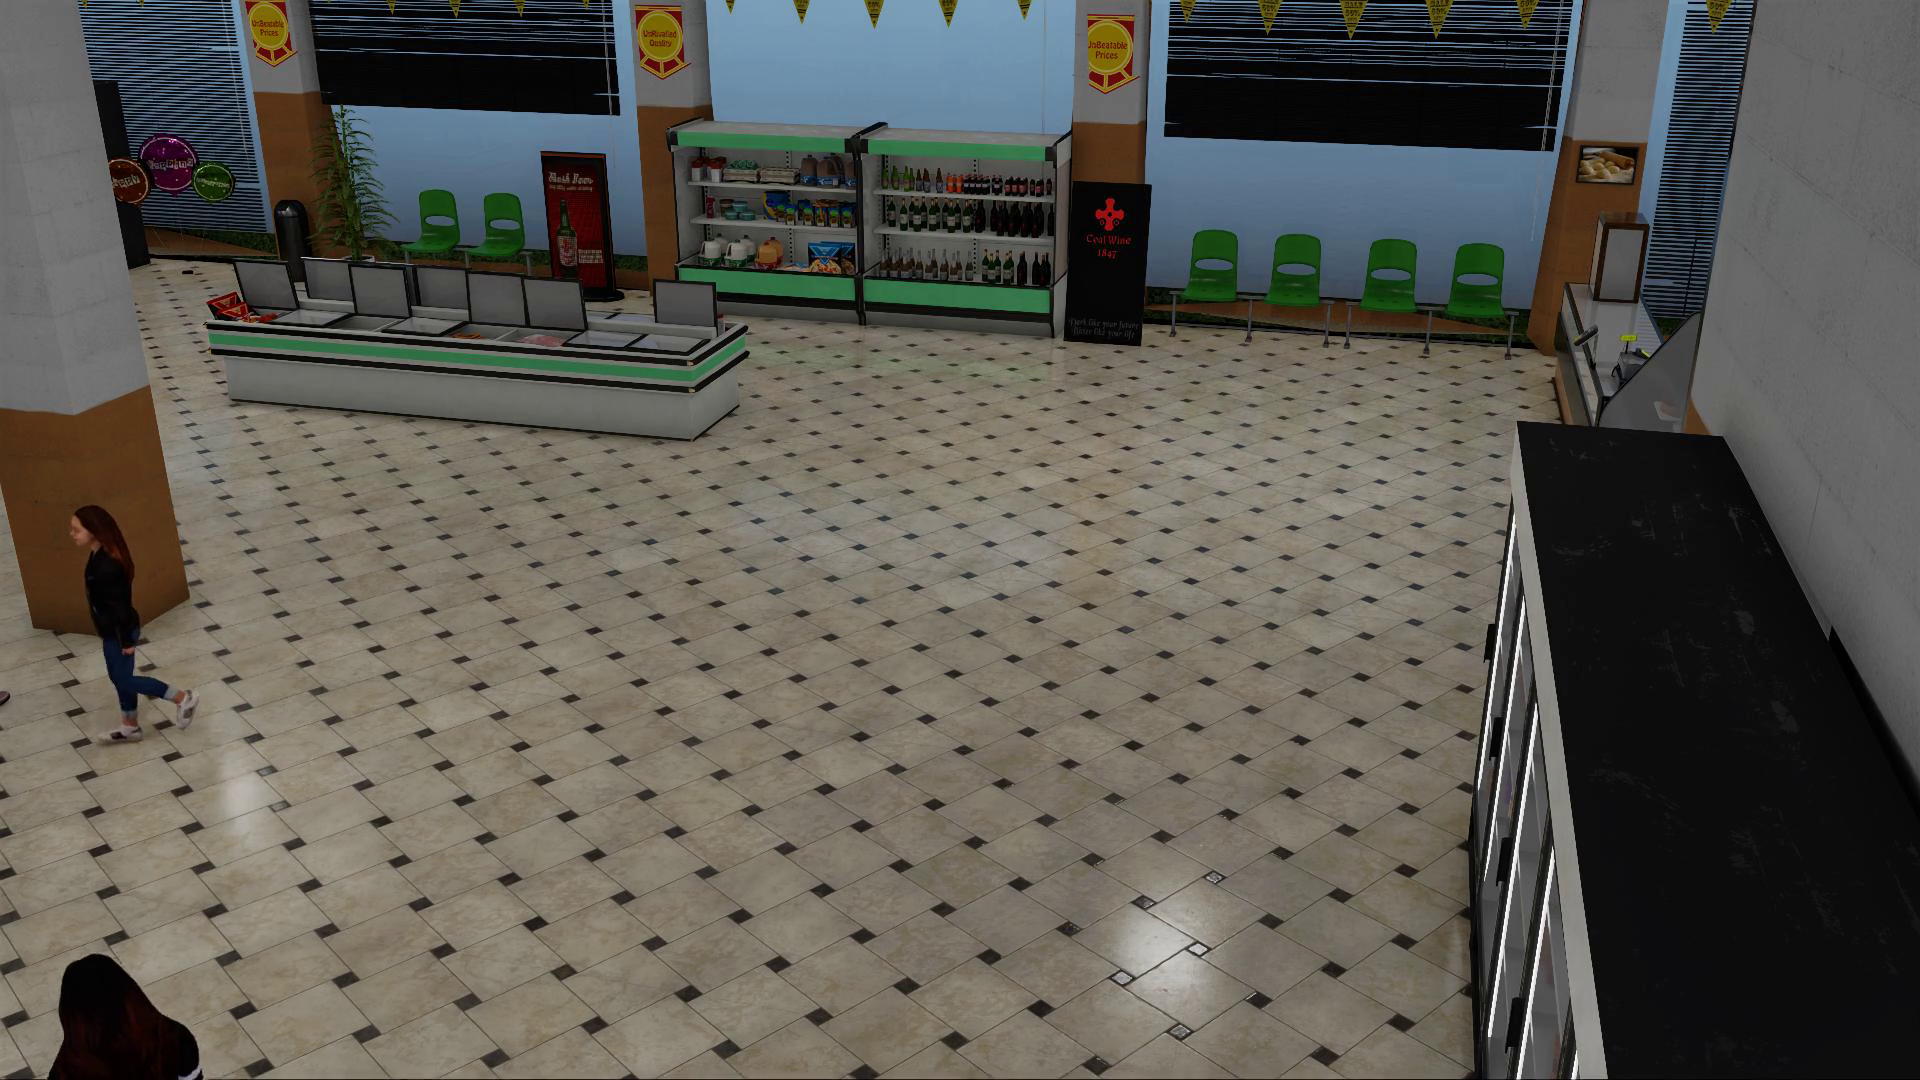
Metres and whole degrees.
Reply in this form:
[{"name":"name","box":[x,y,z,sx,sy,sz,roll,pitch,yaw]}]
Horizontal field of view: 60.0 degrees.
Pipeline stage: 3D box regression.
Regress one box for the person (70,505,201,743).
[{"name":"person","box":[-4.725,0.483,9.489,0.899,1.468,0.831,-11,24,-25]}]

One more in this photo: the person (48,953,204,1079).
[{"name":"person","box":[-2.563,2.074,5.343,1.020,1.607,1.158,-16,27,-34]}]
